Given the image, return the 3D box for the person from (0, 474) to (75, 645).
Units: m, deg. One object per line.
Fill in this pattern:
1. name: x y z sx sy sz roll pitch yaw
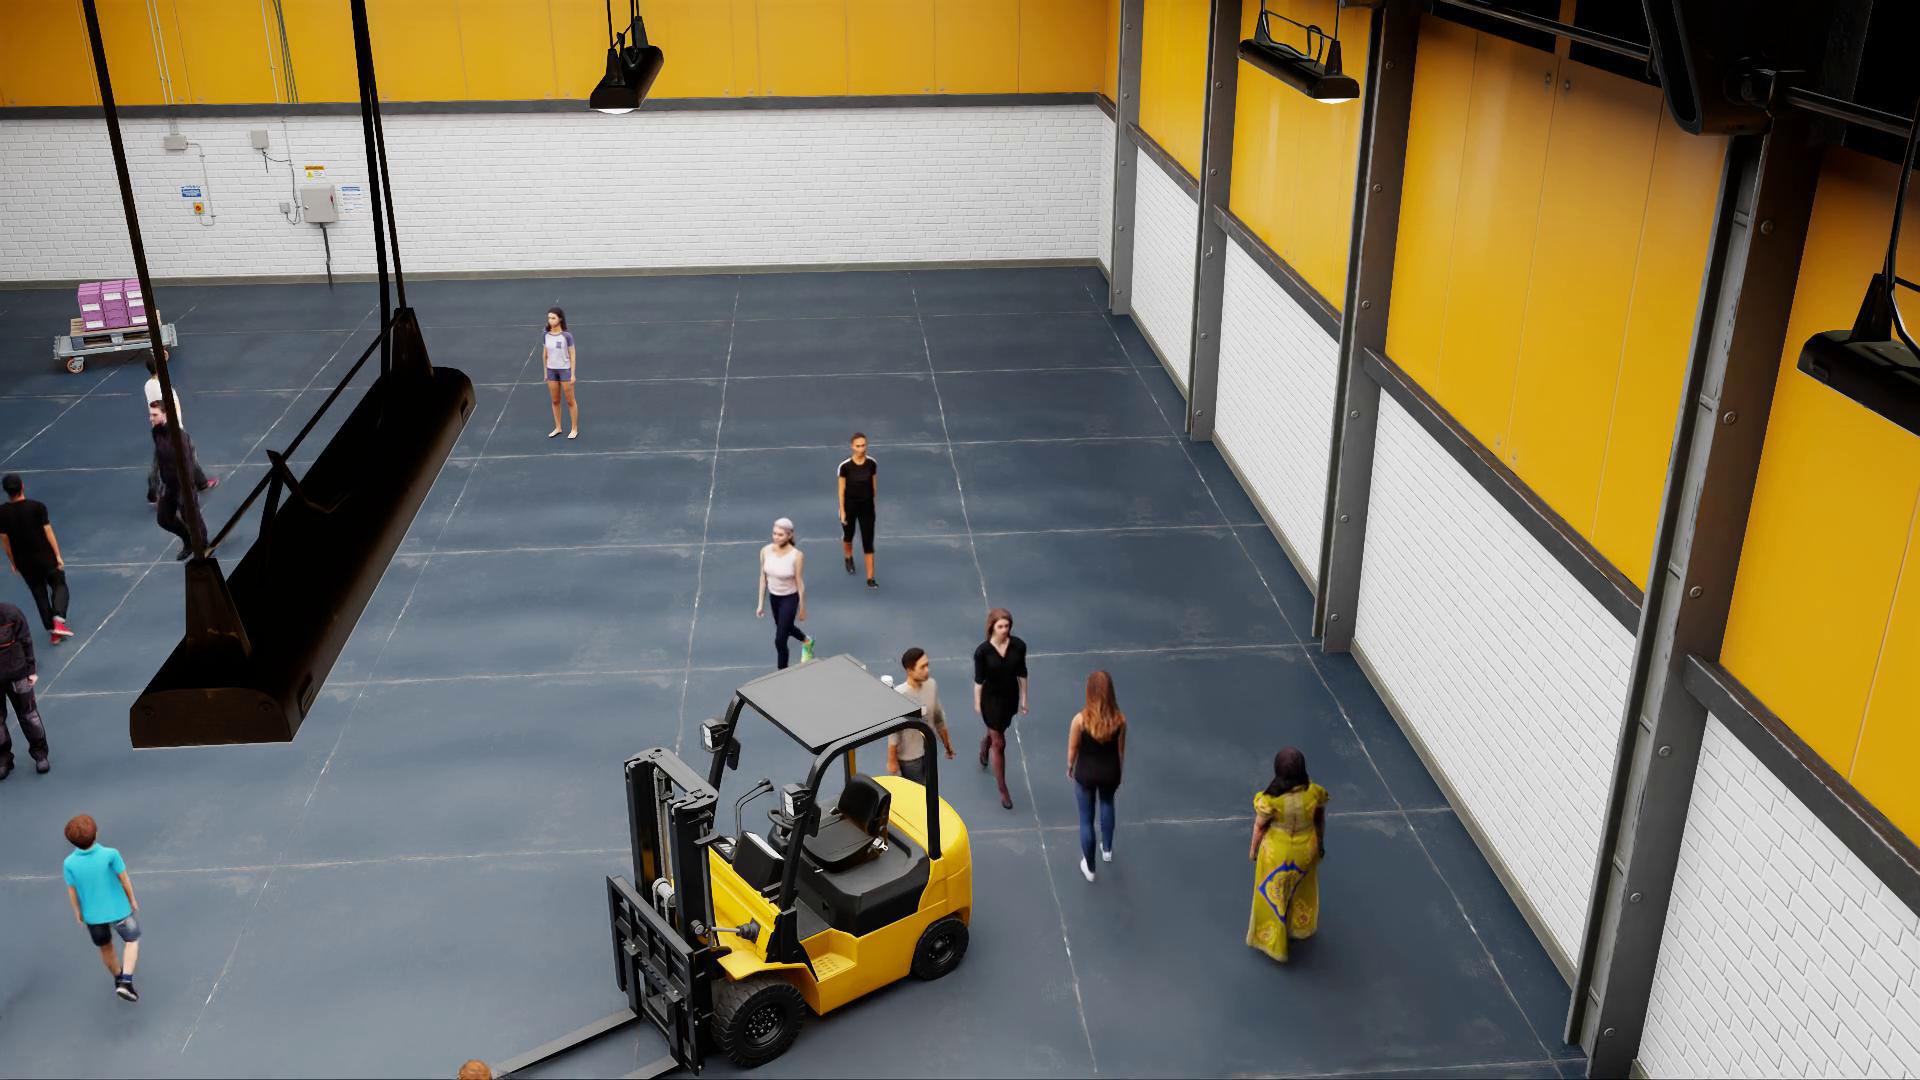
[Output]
1. person: -8.943 0.232 16.044 0.719 1.741 0.719 -4 24 -9

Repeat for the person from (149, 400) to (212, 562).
1. person: -8.300 -0.621 17.801 0.833 1.896 0.867 11 26 24

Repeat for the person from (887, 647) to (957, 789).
1. person: -0.420 1.620 12.819 1.137 1.781 1.122 16 28 32

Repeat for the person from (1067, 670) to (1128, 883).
1. person: 1.040 1.811 12.471 0.603 1.708 0.671 -5 24 -10

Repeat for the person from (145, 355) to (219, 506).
1. person: -9.317 -1.244 19.396 1.056 1.761 1.227 13 27 27

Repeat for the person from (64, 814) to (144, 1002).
1. person: -5.769 2.506 11.214 0.611 1.442 0.810 -6 24 -14

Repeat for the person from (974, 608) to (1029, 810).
1. person: 0.301 1.305 13.679 0.790 1.669 1.120 -9 25 -20

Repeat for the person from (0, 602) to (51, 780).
1. person: -8.003 1.116 13.899 0.772 1.840 0.669 -8 25 -19

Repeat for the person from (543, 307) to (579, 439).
1. person: -5.182 -2.178 21.566 0.646 1.733 0.615 6 24 13

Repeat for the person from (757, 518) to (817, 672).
1. person: -1.582 0.561 15.379 1.044 1.670 1.206 14 27 28

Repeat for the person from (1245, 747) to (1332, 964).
1. person: 2.313 2.232 11.588 0.749 1.645 0.880 -4 24 -9

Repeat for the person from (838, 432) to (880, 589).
1. person: -1.116 -0.352 17.525 0.702 1.623 1.140 -6 24 -13
